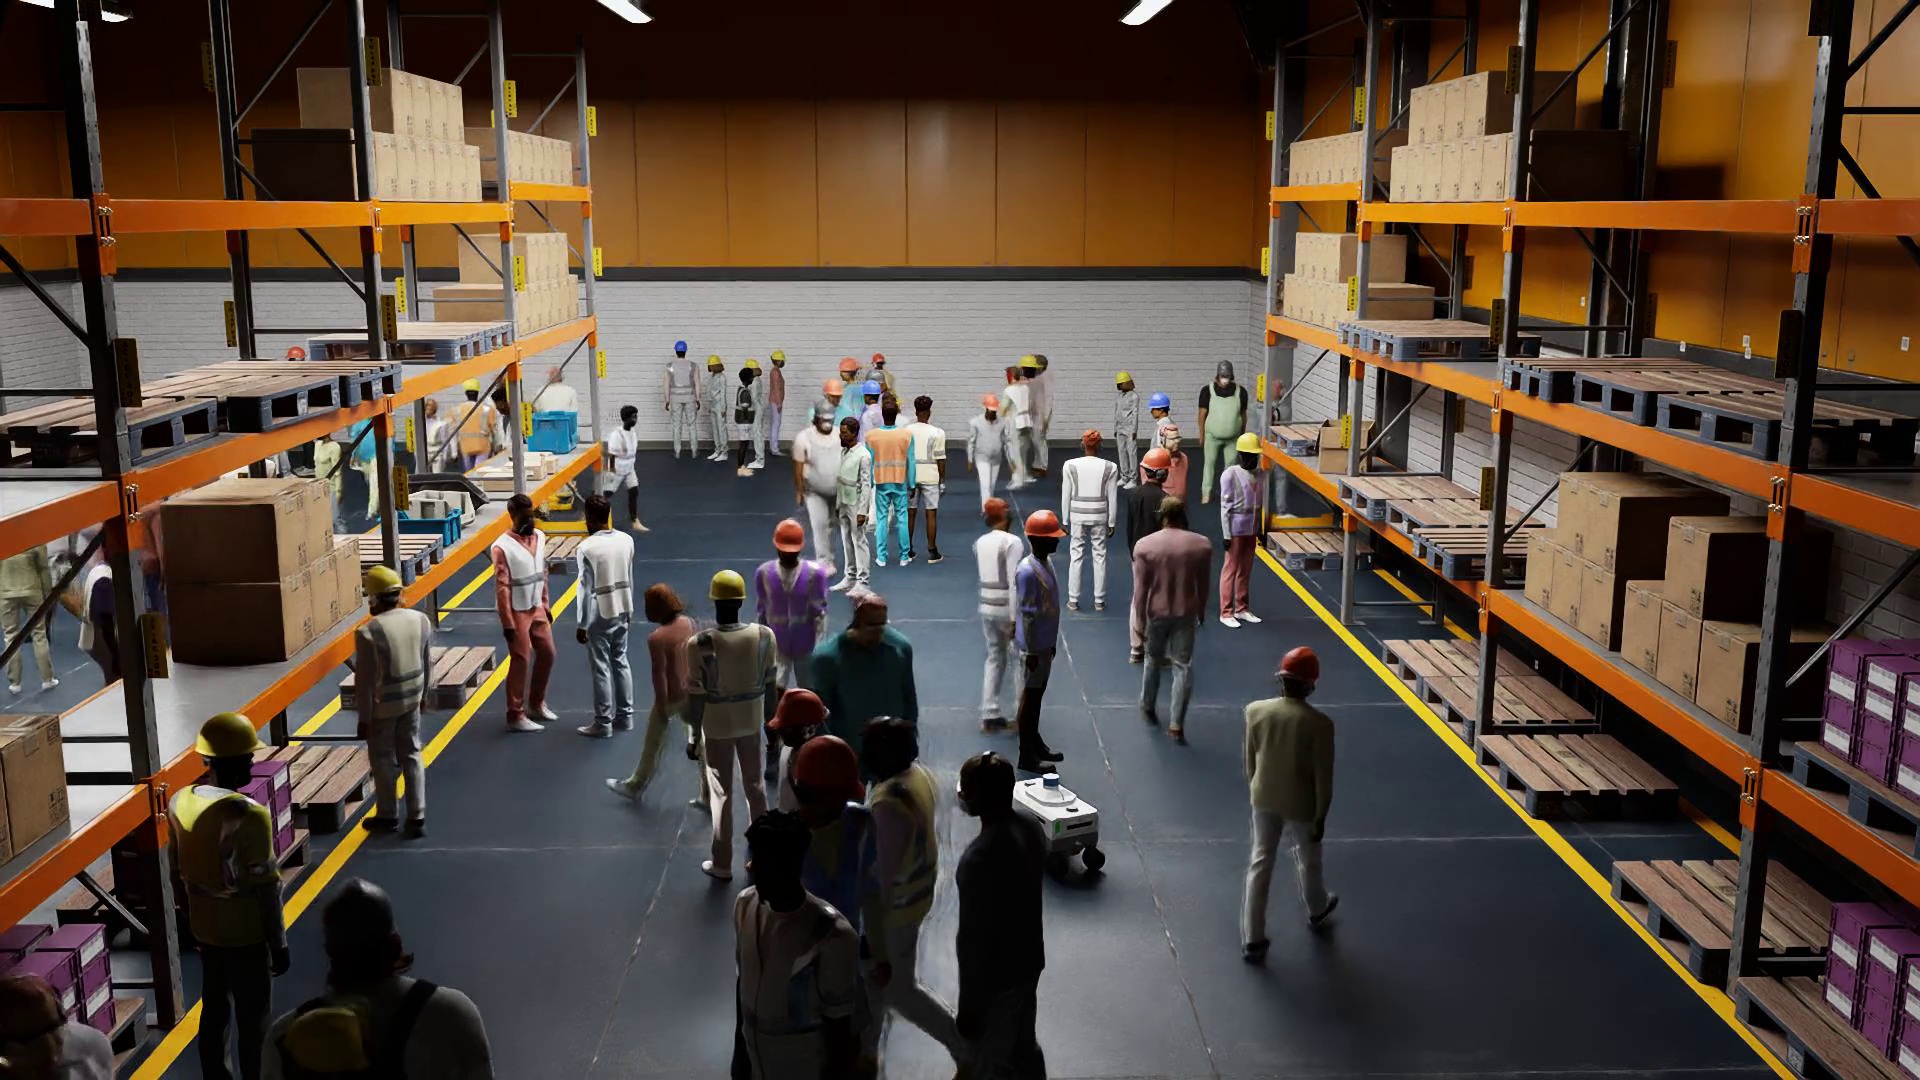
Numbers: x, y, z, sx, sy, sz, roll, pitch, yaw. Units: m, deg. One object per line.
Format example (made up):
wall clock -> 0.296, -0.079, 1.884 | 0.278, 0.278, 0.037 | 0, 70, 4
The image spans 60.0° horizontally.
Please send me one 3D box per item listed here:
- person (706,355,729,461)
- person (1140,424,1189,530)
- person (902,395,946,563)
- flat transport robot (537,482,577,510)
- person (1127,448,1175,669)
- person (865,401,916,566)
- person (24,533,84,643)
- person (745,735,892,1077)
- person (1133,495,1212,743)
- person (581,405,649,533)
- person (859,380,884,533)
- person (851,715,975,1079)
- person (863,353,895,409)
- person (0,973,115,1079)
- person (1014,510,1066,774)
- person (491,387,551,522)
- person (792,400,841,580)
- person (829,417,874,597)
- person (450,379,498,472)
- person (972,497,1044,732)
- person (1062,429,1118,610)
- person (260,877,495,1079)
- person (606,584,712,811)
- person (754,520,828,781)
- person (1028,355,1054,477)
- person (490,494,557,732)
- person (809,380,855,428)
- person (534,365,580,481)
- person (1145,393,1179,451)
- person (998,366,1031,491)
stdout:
person -> -3.995, -2.168, 27.278 | 0.324, 1.737, 0.485 | -8, 14, -34
person -> 2.153, -0.254, 17.244 | 0.643, 1.910, 0.400 | -9, 15, -39
person -> -0.442, -0.711, 19.425 | 0.602, 1.955, 0.385 | 4, 12, 20
flat transport robot -> -5.728, -0.633, 23.262 | 0.652, 0.197, 1.431 | -2, 11, -9
person -> 1.740, 0.165, 14.920 | 0.377, 1.995, 0.608 | -7, 13, -33
person -> -0.799, -0.648, 19.187 | 0.587, 1.920, 0.391 | 0, 11, -1
person -> -8.494, 0.085, 15.609 | 0.901, 1.902, 0.536 | 1, 11, 3
person -> -0.581, 1.756, 6.871 | 0.705, 2.028, 0.508 | -10, 15, -40
person -> 1.650, 0.573, 13.117 | 0.631, 1.889, 1.000 | 0, 11, -1
person -> -4.410, -0.919, 21.202 | 0.826, 1.660, 0.546 | 5, 12, 23
person -> -1.096, -1.059, 21.175 | 0.389, 1.949, 0.603 | 5, 12, 22
person -> -0.252, 1.696, 7.722 | 0.793, 1.818, 0.645 | 1, 11, 5
person -> -1.351, -2.203, 27.436 | 0.595, 1.738, 0.364 | -8, 14, -36
person -> -2.830, 2.187, 5.102 | 0.570, 1.873, 0.644 | 4, 12, 21
person -> 0.593, 0.733, 12.217 | 0.358, 1.938, 0.542 | 3, 12, 17
person -> -5.491, -0.936, 20.588 | 0.527, 1.933, 0.659 | -11, 16, -43
person -> -1.450, -0.572, 18.503 | 0.689, 2.000, 0.877 | -5, 12, -25
person -> -1.142, -0.365, 17.772 | 0.392, 1.919, 0.592 | -7, 13, -33
person -> -6.426, -1.206, 22.096 | 0.584, 1.863, 1.003 | 0, 11, -2
person -> 0.362, 0.586, 13.208 | 0.639, 1.833, 0.662 | -10, 15, -41
person -> 1.326, -0.201, 17.062 | 0.566, 1.880, 0.358 | 1, 11, 3
person -> -1.844, 2.046, 5.370 | 0.707, 2.000, 0.919 | -5, 12, -22
person -> -2.033, 1.068, 11.415 | 0.855, 1.585, 0.516 | 6, 13, 27
person -> -1.230, 0.795, 12.033 | 0.544, 1.890, 0.916 | 0, 11, 2
person -> 1.221, -1.926, 25.700 | 0.346, 1.898, 0.828 | -3, 12, -16
person -> -3.454, 0.568, 13.146 | 0.410, 1.903, 0.604 | 4, 12, 21
person -> -1.600, -1.045, 21.068 | 0.633, 1.956, 0.810 | -3, 12, -14
person -> -5.790, -1.564, 23.897 | 0.644, 1.879, 0.748 | 0, 11, -1
person -> 2.413, -0.795, 19.896 | 0.421, 1.935, 0.612 | 2, 12, 12
person -> 0.759, -1.632, 24.383 | 0.556, 1.820, 0.596 | 7, 13, 30
